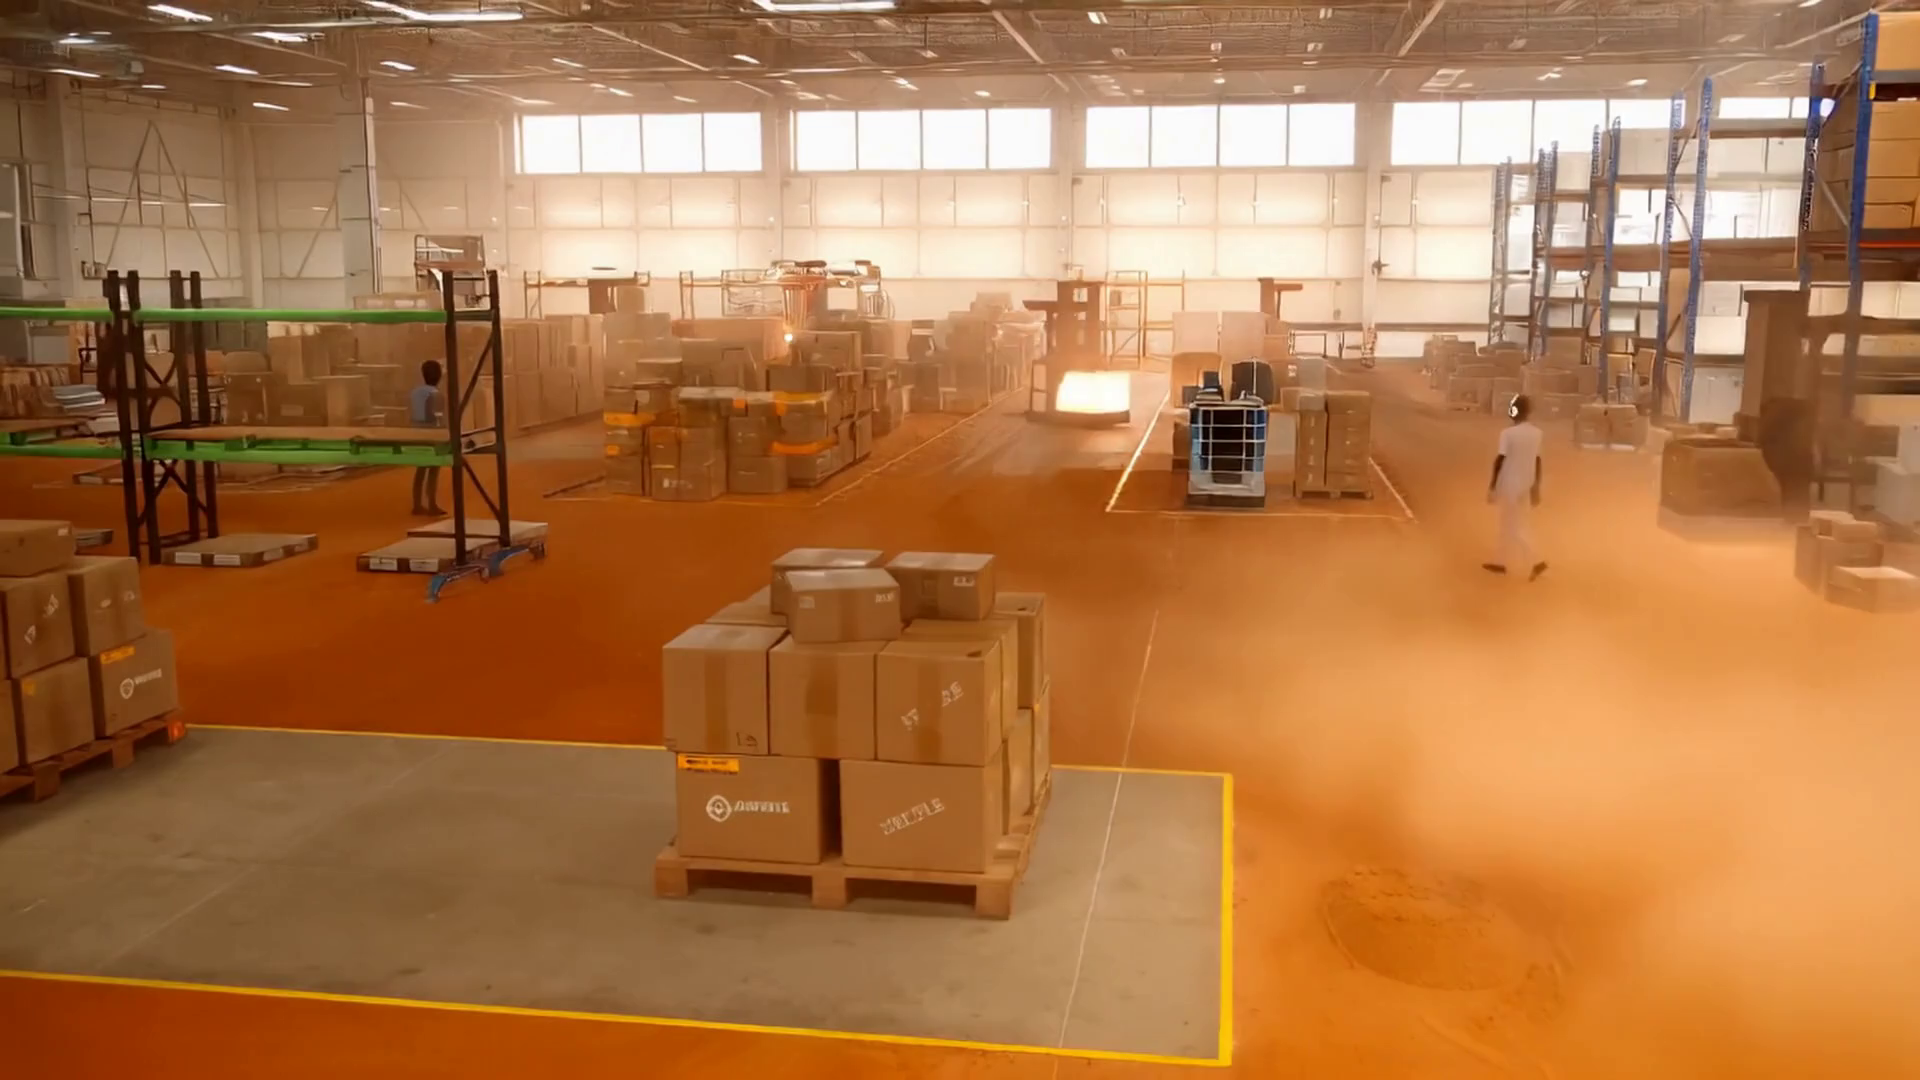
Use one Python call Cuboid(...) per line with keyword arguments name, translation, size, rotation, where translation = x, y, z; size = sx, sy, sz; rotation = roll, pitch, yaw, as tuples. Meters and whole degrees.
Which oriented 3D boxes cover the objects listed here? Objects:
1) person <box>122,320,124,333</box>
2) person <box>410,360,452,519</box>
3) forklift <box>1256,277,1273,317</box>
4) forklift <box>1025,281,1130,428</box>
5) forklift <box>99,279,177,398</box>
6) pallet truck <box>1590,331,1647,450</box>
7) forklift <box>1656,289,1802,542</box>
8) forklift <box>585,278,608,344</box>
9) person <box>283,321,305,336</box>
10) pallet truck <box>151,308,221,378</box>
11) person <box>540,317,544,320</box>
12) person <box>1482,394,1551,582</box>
Cuboid(name="person", translation=(-25.923, -6.093, 51.343), size=(0.316, 1.629, 0.508), rotation=(0, 9, -2))
Cuboid(name="person", translation=(-6.486, -1.231, 20.390), size=(0.618, 1.952, 0.400), rotation=(7, 12, 38))
Cuboid(name="forklift", translation=(8.820, -6.204, 48.177), size=(1.873, 2.768, 1.129), rotation=(3, 10, 16))
Cuboid(name="forklift", translation=(2.328, -3.658, 32.477), size=(1.129, 2.768, 1.873), rotation=(-8, 12, -41))
Cuboid(name="forklift", translation=(-19.603, -4.721, 39.030), size=(1.873, 2.768, 1.129), rotation=(1, 9, 9))
Cuboid(name="pallet truck", translation=(11.253, -2.573, 28.499), size=(0.823, 1.965, 1.885), rotation=(5, 10, 27))
Cuboid(name="forklift", translation=(8.976, -1.409, 18.605), size=(1.873, 2.768, 1.129), rotation=(1, 9, 9))
Cuboid(name="forklift", translation=(-9.889, -5.755, 45.410), size=(1.873, 2.768, 1.129), rotation=(0, 9, 3))
Cuboid(name="person", translation=(-18.543, -5.403, 46.357), size=(0.602, 1.867, 0.627), rotation=(-3, 10, -20))
Cuboid(name="pallet truck", translation=(-21.869, -5.598, 47.154), size=(0.823, 1.965, 1.885), rotation=(4, 10, 26))
Cuboid(name="person", translation=(-10.373, -4.644, 41.628), size=(0.558, 1.877, 1.019), rotation=(1, 9, 7))
Cuboid(name="person", translation=(5.497, -0.518, 16.342), size=(0.532, 1.835, 0.923), rotation=(-5, 10, -26))
